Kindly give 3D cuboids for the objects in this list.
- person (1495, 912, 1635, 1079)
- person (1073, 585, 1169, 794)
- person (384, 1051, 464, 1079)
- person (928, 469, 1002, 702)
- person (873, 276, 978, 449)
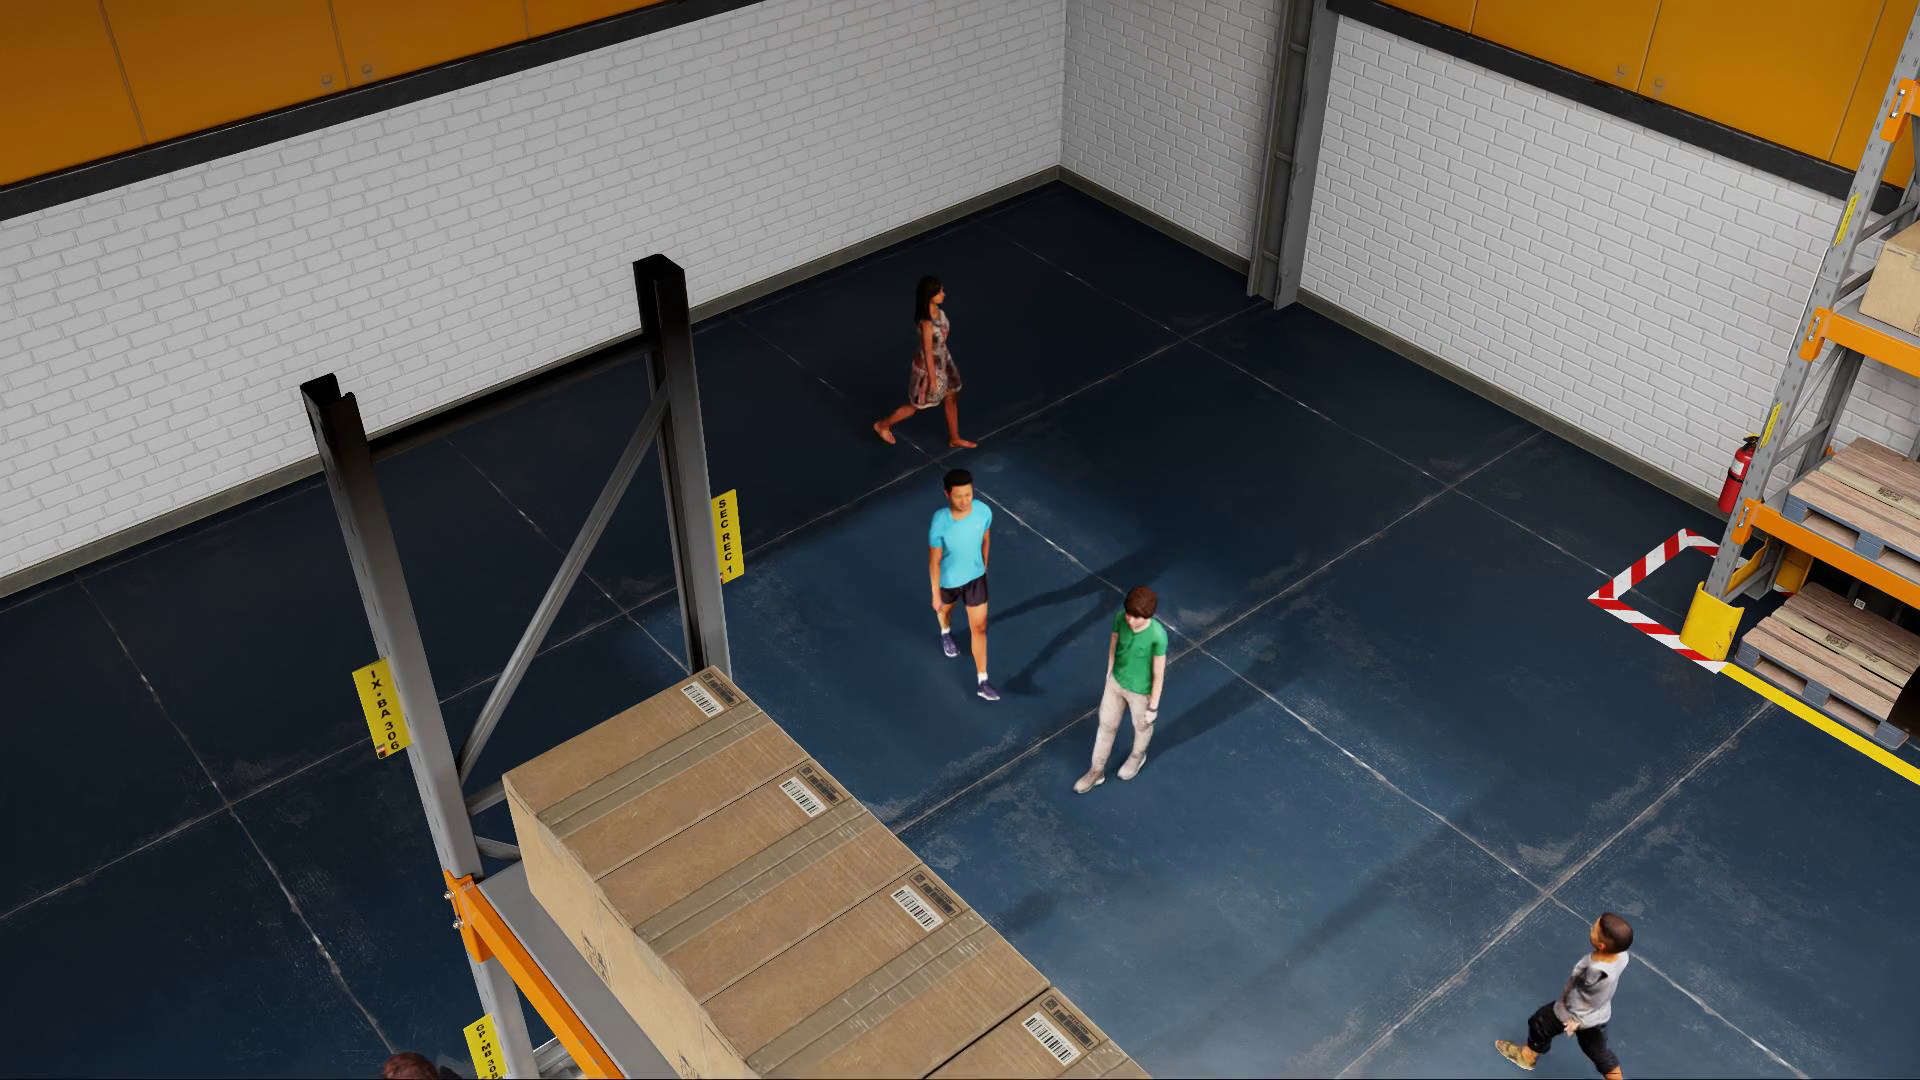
[{"bbox_3d":[3.383,2.485,8.827,0.621,1.428,1.012,-30,48,-32],"label":"person"},{"bbox_3d":[1.160,0.880,10.665,0.856,1.643,0.785,27,46,30],"label":"person"},{"bbox_3d":[-2.350,3.001,7.814,0.844,1.887,0.722,-7,39,-8],"label":"person"},{"bbox_3d":[-0.049,0.205,11.443,0.889,1.726,1.210,-14,41,-16],"label":"person"},{"bbox_3d":[-0.321,-1.409,13.553,1.151,1.615,1.070,5,39,6],"label":"person"}]
